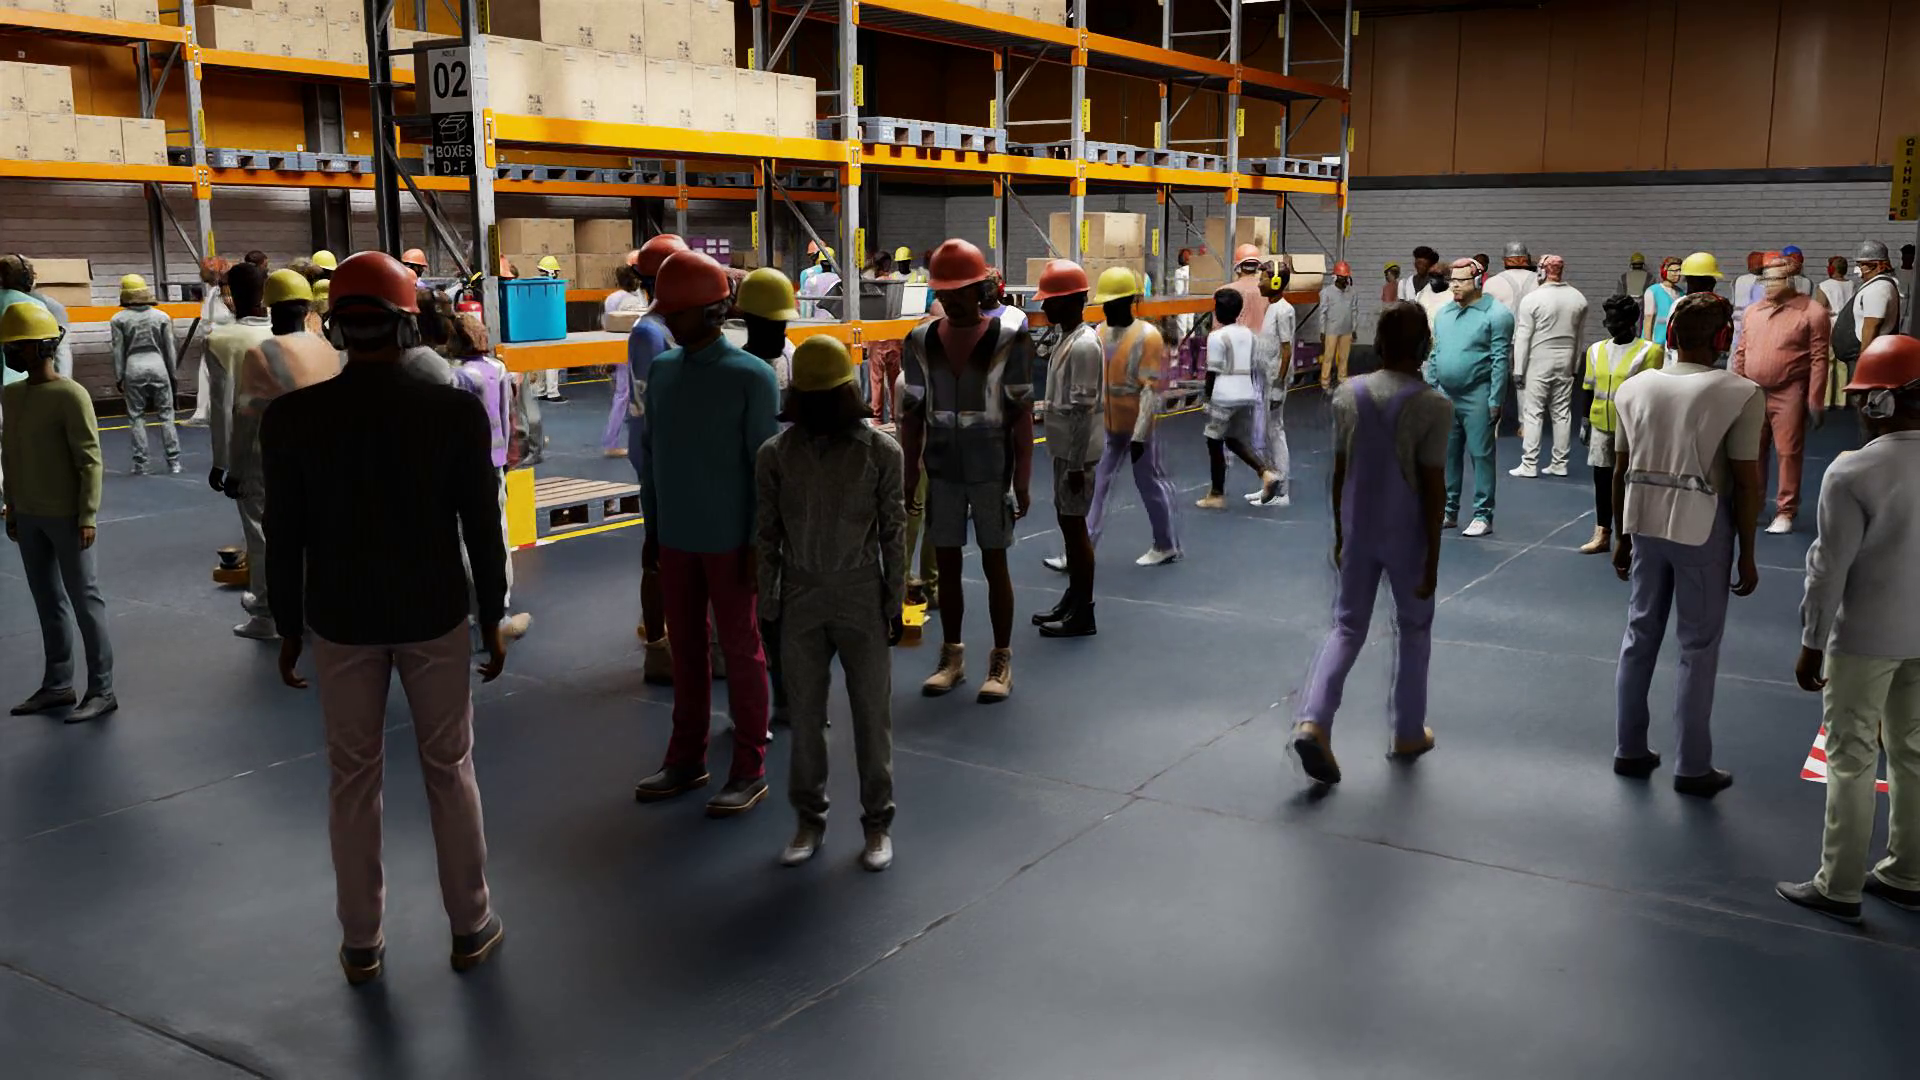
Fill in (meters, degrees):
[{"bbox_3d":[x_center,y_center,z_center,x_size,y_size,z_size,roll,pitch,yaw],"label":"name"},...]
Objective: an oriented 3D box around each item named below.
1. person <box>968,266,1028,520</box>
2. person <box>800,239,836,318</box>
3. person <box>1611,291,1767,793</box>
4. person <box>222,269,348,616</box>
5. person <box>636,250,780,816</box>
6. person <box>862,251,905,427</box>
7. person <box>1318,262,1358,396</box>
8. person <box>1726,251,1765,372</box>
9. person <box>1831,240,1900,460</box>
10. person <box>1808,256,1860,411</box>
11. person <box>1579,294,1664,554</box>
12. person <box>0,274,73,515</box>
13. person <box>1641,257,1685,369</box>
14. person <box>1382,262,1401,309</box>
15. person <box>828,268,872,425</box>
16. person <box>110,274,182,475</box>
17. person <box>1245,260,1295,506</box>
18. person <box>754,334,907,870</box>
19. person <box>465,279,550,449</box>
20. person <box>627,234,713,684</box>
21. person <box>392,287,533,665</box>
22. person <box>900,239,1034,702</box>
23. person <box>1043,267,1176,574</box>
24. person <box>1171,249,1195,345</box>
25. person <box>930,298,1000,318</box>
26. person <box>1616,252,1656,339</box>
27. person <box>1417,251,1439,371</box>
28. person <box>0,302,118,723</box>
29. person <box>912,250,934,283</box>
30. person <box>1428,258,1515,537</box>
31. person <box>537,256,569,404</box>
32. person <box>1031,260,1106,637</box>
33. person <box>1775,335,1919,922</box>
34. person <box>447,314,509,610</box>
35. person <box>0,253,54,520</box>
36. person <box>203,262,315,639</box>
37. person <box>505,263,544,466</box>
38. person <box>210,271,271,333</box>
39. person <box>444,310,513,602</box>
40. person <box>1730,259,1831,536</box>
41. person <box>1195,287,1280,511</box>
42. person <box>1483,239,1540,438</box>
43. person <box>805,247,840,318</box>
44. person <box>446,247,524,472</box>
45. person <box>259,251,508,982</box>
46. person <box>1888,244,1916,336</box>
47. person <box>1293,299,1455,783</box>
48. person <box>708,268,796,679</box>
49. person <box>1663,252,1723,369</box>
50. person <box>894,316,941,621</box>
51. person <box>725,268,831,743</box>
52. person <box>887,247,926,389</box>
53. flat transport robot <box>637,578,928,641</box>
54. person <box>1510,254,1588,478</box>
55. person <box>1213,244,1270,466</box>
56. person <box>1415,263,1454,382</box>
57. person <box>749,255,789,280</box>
[{"bbox_3d":[0.205,-1.035,11.929,0.563,1.838,0.390,3,11,16],"label":"person"},{"bbox_3d":[-1.801,-2.847,21.430,0.606,2.036,0.406,-7,12,-34],"label":"person"},{"bbox_3d":[2.652,0.012,6.139,0.388,1.837,0.561,-7,12,-35],"label":"person"},{"bbox_3d":[-3.306,-0.388,8.226,1.004,1.870,0.596,5,11,24],"label":"person"},{"bbox_3d":[-0.908,-0.018,5.887,0.611,1.985,0.393,7,12,33],"label":"person"},{"bbox_3d":[-0.791,-2.098,17.642,0.598,1.908,0.410,-9,13,-40],"label":"person"},{"bbox_3d":[4.947,-2.749,21.688,0.570,1.743,0.353,-4,11,-20],"label":"person"},{"bbox_3d":[9.704,-2.598,20.471,0.338,1.882,0.569,-3,11,-18],"label":"person"},{"bbox_3d":[8.218,-1.714,15.129,0.535,2.000,0.684,6,12,30],"label":"person"},{"bbox_3d":[10.375,-2.434,19.717,0.565,1.833,0.408,-3,11,-15],"label":"person"},{"bbox_3d":[4.205,-0.723,10.619,0.319,1.686,0.541,-8,13,-37],"label":"person"},{"bbox_3d":[-6.884,-1.128,12.278,0.648,1.902,0.403,-2,10,-11],"label":"person"},{"bbox_3d":[7.280,-2.004,17.267,0.563,1.848,0.391,-6,12,-31],"label":"person"},{"bbox_3d":[6.038,-3.028,23.300,0.410,1.719,0.683,8,13,38],"label":"person"},{"bbox_3d":[-1.146,-2.181,18.093,0.600,1.909,0.398,-4,11,-22],"label":"person"},{"bbox_3d":[-7.069,-1.430,14.421,0.495,1.735,0.325,-7,12,-35],"label":"person"},{"bbox_3d":[2.379,-1.188,12.688,0.314,1.869,0.535,0,10,2],"label":"person"},{"bbox_3d":[-0.415,0.207,5.347,0.491,1.732,0.325,1,10,4],"label":"person"},{"bbox_3d":[-4.367,-1.800,15.606,0.953,2.000,0.700,-4,11,-23],"label":"person"},{"bbox_3d":[-1.332,-0.368,7.658,0.378,2.045,0.605,-1,10,-6],"label":"person"},{"bbox_3d":[-2.527,-0.306,8.004,0.509,1.790,0.940,8,13,36],"label":"person"},{"bbox_3d":[0.017,-0.297,7.328,0.617,2.028,0.410,4,11,19],"label":"person"},{"bbox_3d":[0.983,-0.712,10.088,1.034,1.862,0.599,-8,13,-39],"label":"person"},{"bbox_3d":[3.641,-3.783,27.033,0.355,1.883,0.575,9,14,41],"label":"person"},{"bbox_3d":[0.081,-1.320,13.347,0.645,1.900,0.399,-5,11,-26],"label":"person"},{"bbox_3d":[10.808,-3.677,26.624,0.592,1.827,0.403,6,12,28],"label":"person"},{"bbox_3d":[7.256,-3.516,25.633,0.500,1.861,0.327,-9,13,-40],"label":"person"},{"bbox_3d":[-3.836,-0.110,7.001,0.533,1.767,0.312,5,11,25],"label":"person"},{"bbox_3d":[-0.600,-3.874,27.566,0.602,1.864,0.462,-9,14,-41],"label":"person"},{"bbox_3d":[3.472,-0.980,11.467,0.399,1.900,0.645,-7,13,-36],"label":"person"},{"bbox_3d":[-5.109,-2.606,20.690,0.404,1.824,0.590,-9,14,-42],"label":"person"},{"bbox_3d":[0.547,-0.459,8.505,0.391,1.925,0.551,-1,10,-4],"label":"person"},{"bbox_3d":[2.741,0.265,4.977,0.564,1.745,0.349,-3,11,-17],"label":"person"},{"bbox_3d":[-2.607,-0.396,8.962,0.325,1.630,0.520,0,10,2],"label":"person"},{"bbox_3d":[-6.756,-1.088,11.979,0.631,1.932,0.371,4,11,23],"label":"person"},{"bbox_3d":[-3.526,-0.449,8.472,0.392,1.914,0.587,8,13,36],"label":"person"},{"bbox_3d":[-3.924,-1.596,15.096,0.728,1.826,0.466,9,14,42],"label":"person"},{"bbox_3d":[-4.779,-0.938,11.423,0.530,1.829,0.774,1,10,5],"label":"person"},{"bbox_3d":[-2.713,-0.439,9.168,0.515,1.641,0.314,-8,13,-38],"label":"person"},{"bbox_3d":[5.614,-0.976,11.506,0.531,1.893,0.700,-7,12,-33],"label":"person"},{"bbox_3d":[2.058,-1.034,12.360,0.558,1.680,0.532,10,14,43],"label":"person"},{"bbox_3d":[5.658,-2.067,17.082,0.684,2.000,0.537,0,10,1],"label":"person"},{"bbox_3d":[-1.672,-2.734,21.097,0.585,1.927,0.366,-2,11,-14],"label":"person"},{"bbox_3d":[-3.912,-1.477,13.812,0.688,2.000,0.542,-8,13,-37],"label":"person"},{"bbox_3d":[-1.563,0.214,4.577,0.623,1.989,0.400,-3,11,-14],"label":"person"},{"bbox_3d":[13.949,-3.389,24.620,0.613,1.962,0.365,1,10,8],"label":"person"},{"bbox_3d":[1.574,0.006,6.244,0.502,1.815,0.877,8,13,38],"label":"person"},{"bbox_3d":[-1.033,-0.306,7.741,0.658,1.894,0.400,-9,14,-42],"label":"person"},{"bbox_3d":[5.433,-1.167,12.404,0.360,1.930,0.586,7,12,33],"label":"person"},{"bbox_3d":[-0.165,-0.382,8.909,0.288,1.626,0.496,7,13,35],"label":"person"},{"bbox_3d":[-0.784,-0.132,6.731,0.399,1.912,0.592,10,14,43],"label":"person"},{"bbox_3d":[-0.747,-3.002,22.581,0.595,1.925,0.371,3,11,14],"label":"person"},{"bbox_3d":[-0.894,0.347,8.615,1.431,0.197,0.652,0,10,2],"label":"flat transport robot"},{"bbox_3d":[5.000,-1.475,14.198,0.643,1.902,0.399,-3,11,-16],"label":"person"},{"bbox_3d":[2.555,-1.656,14.966,0.615,1.987,0.407,-2,10,-9],"label":"person"},{"bbox_3d":[5.024,-2.021,17.530,0.876,1.813,0.629,-9,13,-40],"label":"person"},{"bbox_3d":[-2.511,-2.793,21.464,0.640,1.919,0.724,0,10,0],"label":"person"}]
